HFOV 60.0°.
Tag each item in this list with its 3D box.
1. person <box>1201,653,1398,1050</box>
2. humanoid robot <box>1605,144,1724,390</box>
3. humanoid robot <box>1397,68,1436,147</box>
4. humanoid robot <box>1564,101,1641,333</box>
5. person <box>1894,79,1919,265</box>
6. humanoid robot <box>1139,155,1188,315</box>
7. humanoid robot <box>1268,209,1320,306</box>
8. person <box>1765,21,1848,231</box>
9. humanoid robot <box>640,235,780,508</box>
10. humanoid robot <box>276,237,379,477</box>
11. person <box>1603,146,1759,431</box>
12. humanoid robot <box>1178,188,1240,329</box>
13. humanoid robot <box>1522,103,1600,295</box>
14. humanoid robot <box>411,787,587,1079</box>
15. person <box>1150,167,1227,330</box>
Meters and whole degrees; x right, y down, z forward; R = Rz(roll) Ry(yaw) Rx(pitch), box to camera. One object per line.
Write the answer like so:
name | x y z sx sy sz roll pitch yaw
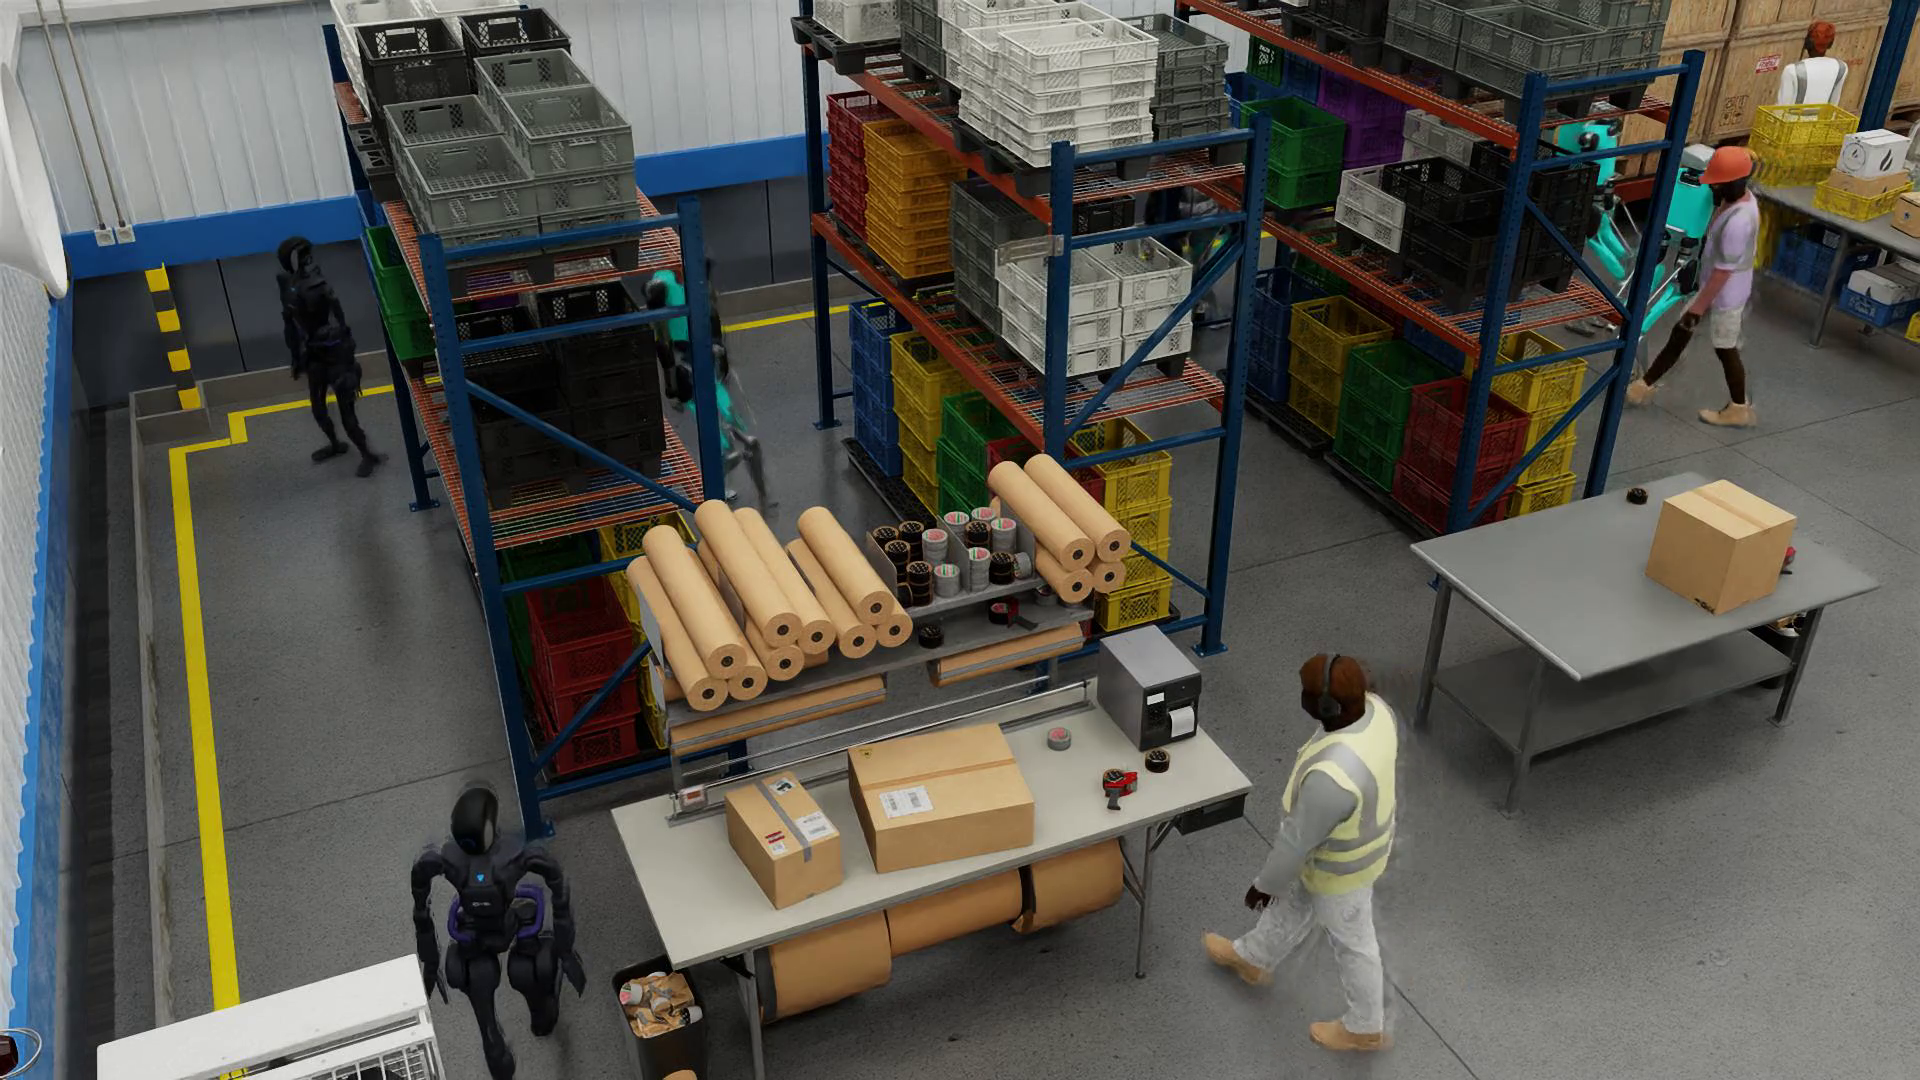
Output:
person | 1.363 1.215 6.534 0.914 1.787 0.657 13 34 20
humanoid robot | 4.788 -1.838 11.458 0.735 1.691 0.531 -20 37 -29
humanoid robot | 3.648 -3.254 13.897 0.599 1.657 0.315 3 32 5
humanoid robot | 4.866 -2.352 12.341 0.713 1.746 0.532 25 39 34
person | 7.424 -2.777 12.890 0.399 1.937 0.603 17 35 25
humanoid robot | 1.472 -2.230 12.245 0.364 1.655 0.603 -5 32 -9
humanoid robot | 2.659 -2.556 12.779 0.522 1.644 0.602 4 32 6
person | 7.004 -3.383 13.926 0.583 1.880 0.337 -6 32 -10
humanoid robot | -1.454 -0.898 10.128 0.775 1.878 0.559 19 36 28
humanoid robot | -4.009 -1.163 10.527 0.644 1.640 0.382 16 35 24
person | 4.966 -1.667 11.053 1.025 1.969 0.674 9 33 14
humanoid robot | 1.875 -2.327 12.414 0.652 1.857 0.542 -20 37 -29
humanoid robot | 4.734 -2.779 13.078 0.553 1.750 0.841 9 33 14
humanoid robot | -1.732 1.472 6.253 0.610 1.617 0.601 -5 32 -7
person | 1.719 -2.455 12.465 0.599 1.831 0.404 3 32 5
